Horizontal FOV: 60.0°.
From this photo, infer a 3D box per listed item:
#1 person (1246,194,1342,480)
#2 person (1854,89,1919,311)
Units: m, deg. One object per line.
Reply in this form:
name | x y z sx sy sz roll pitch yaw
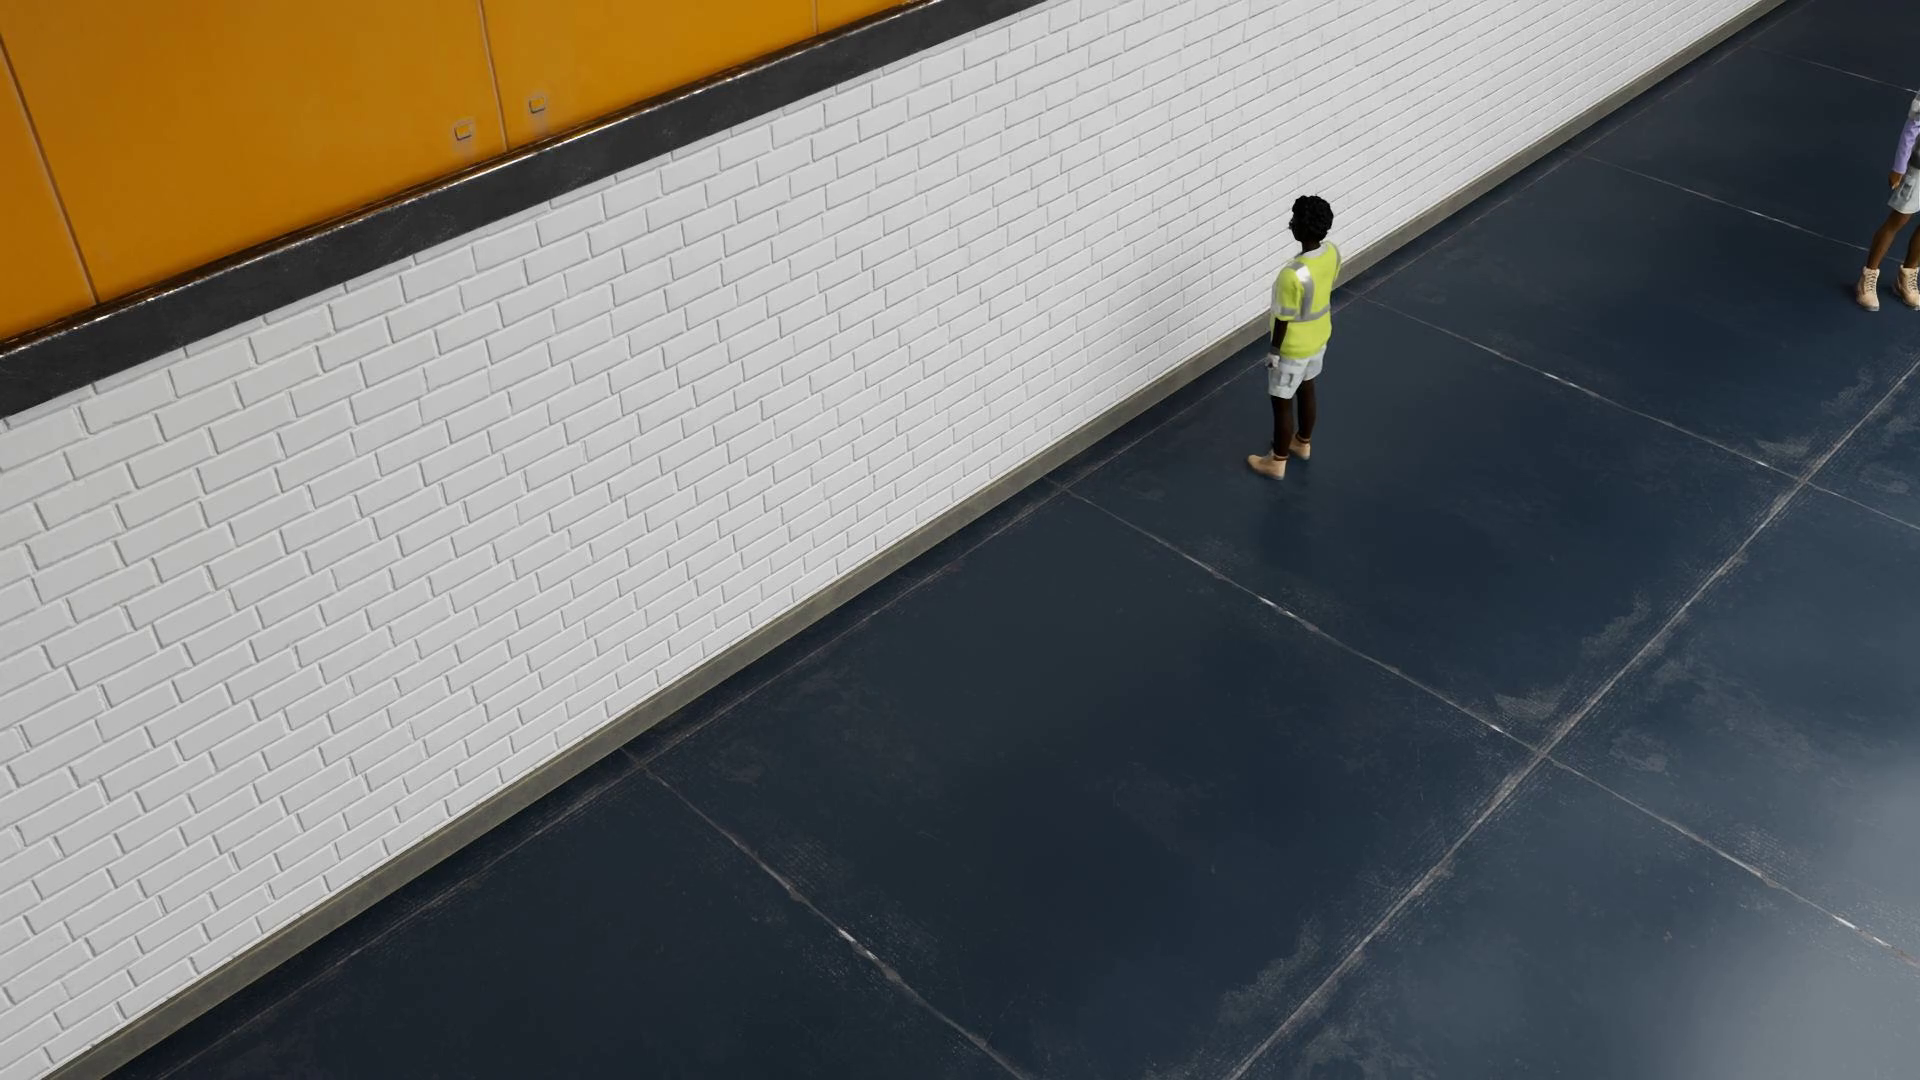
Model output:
person | 1.860 -1.111 9.170 0.321 1.688 0.528 26 45 29
person | 6.204 -2.383 10.481 0.615 2.041 0.377 -1 39 -1
